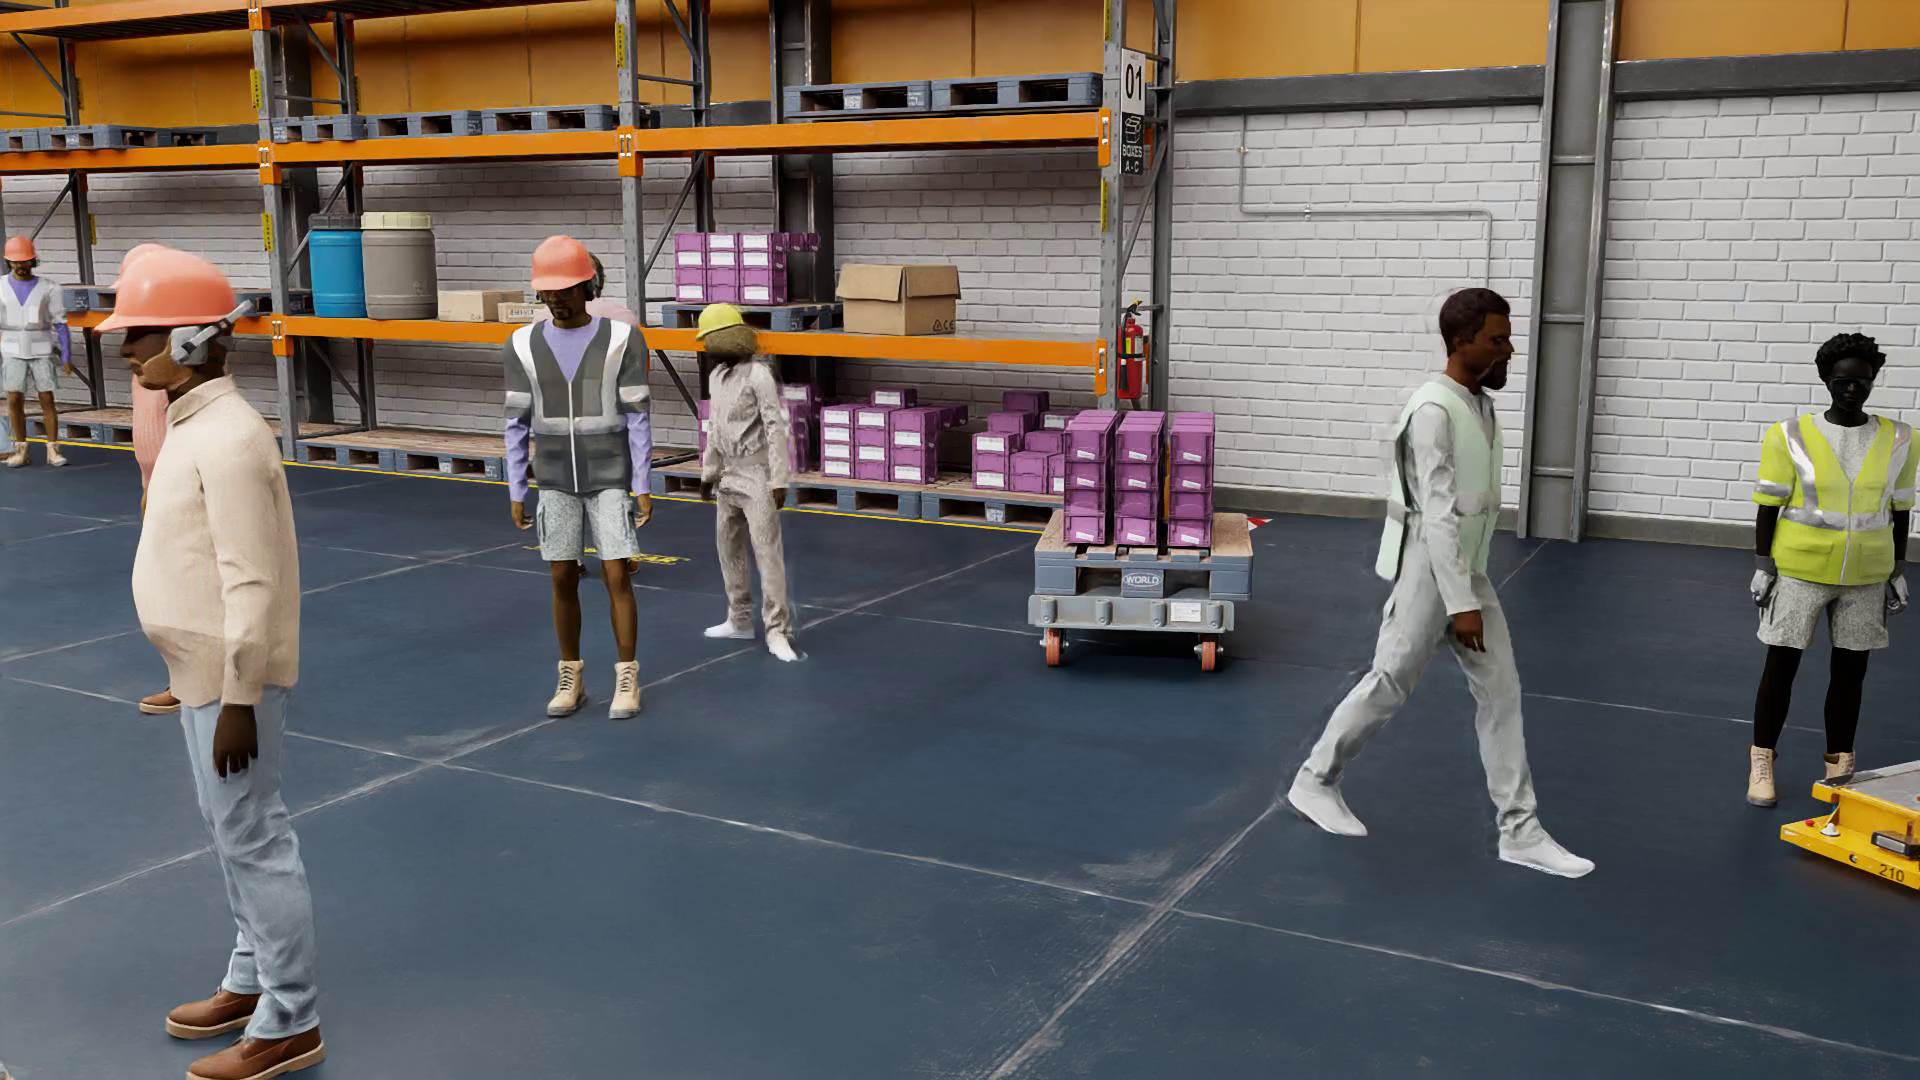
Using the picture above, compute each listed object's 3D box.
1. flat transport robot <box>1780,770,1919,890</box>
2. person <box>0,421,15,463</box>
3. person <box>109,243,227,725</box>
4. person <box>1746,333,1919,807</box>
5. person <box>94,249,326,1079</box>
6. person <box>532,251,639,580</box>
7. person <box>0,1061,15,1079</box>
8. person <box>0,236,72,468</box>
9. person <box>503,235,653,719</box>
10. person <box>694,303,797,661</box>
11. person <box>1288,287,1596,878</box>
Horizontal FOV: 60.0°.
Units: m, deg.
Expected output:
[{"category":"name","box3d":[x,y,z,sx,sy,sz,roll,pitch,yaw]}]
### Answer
[{"category":"flat transport robot","box3d":[3.481,0.902,5.484,1.431,0.197,0.652,-5,11,-26]},{"category":"person","box3d":[-8.936,-1.460,14.860,0.923,1.569,0.507,-1,10,-6]},{"category":"person","box3d":[-3.239,-0.220,6.903,0.621,1.992,0.397,8,13,38]},{"category":"person","box3d":[3.061,0.120,5.857,0.540,1.695,0.317,2,11,11]},{"category":"person","box3d":[-1.784,0.313,3.988,0.397,1.990,0.623,-6,12,-31]},{"category":"person","box3d":[-2.183,-0.720,9.802,0.633,1.936,0.355,0,10,0]},{"category":"person","box3d":[-2.499,0.555,3.602,0.850,1.639,0.548,4,11,23]},{"category":"person","box3d":[-8.172,-1.630,14.560,0.674,2.030,0.435,-4,11,-21]},{"category":"person","box3d":[-1.599,-0.248,6.977,0.619,2.028,0.410,0,10,0]},{"category":"person","box3d":[-1.047,-0.284,8.069,0.343,1.709,0.732,-8,13,-38]},{"category":"person","box3d":[1.556,0.117,5.408,1.007,1.876,0.587,9,13,39]}]
